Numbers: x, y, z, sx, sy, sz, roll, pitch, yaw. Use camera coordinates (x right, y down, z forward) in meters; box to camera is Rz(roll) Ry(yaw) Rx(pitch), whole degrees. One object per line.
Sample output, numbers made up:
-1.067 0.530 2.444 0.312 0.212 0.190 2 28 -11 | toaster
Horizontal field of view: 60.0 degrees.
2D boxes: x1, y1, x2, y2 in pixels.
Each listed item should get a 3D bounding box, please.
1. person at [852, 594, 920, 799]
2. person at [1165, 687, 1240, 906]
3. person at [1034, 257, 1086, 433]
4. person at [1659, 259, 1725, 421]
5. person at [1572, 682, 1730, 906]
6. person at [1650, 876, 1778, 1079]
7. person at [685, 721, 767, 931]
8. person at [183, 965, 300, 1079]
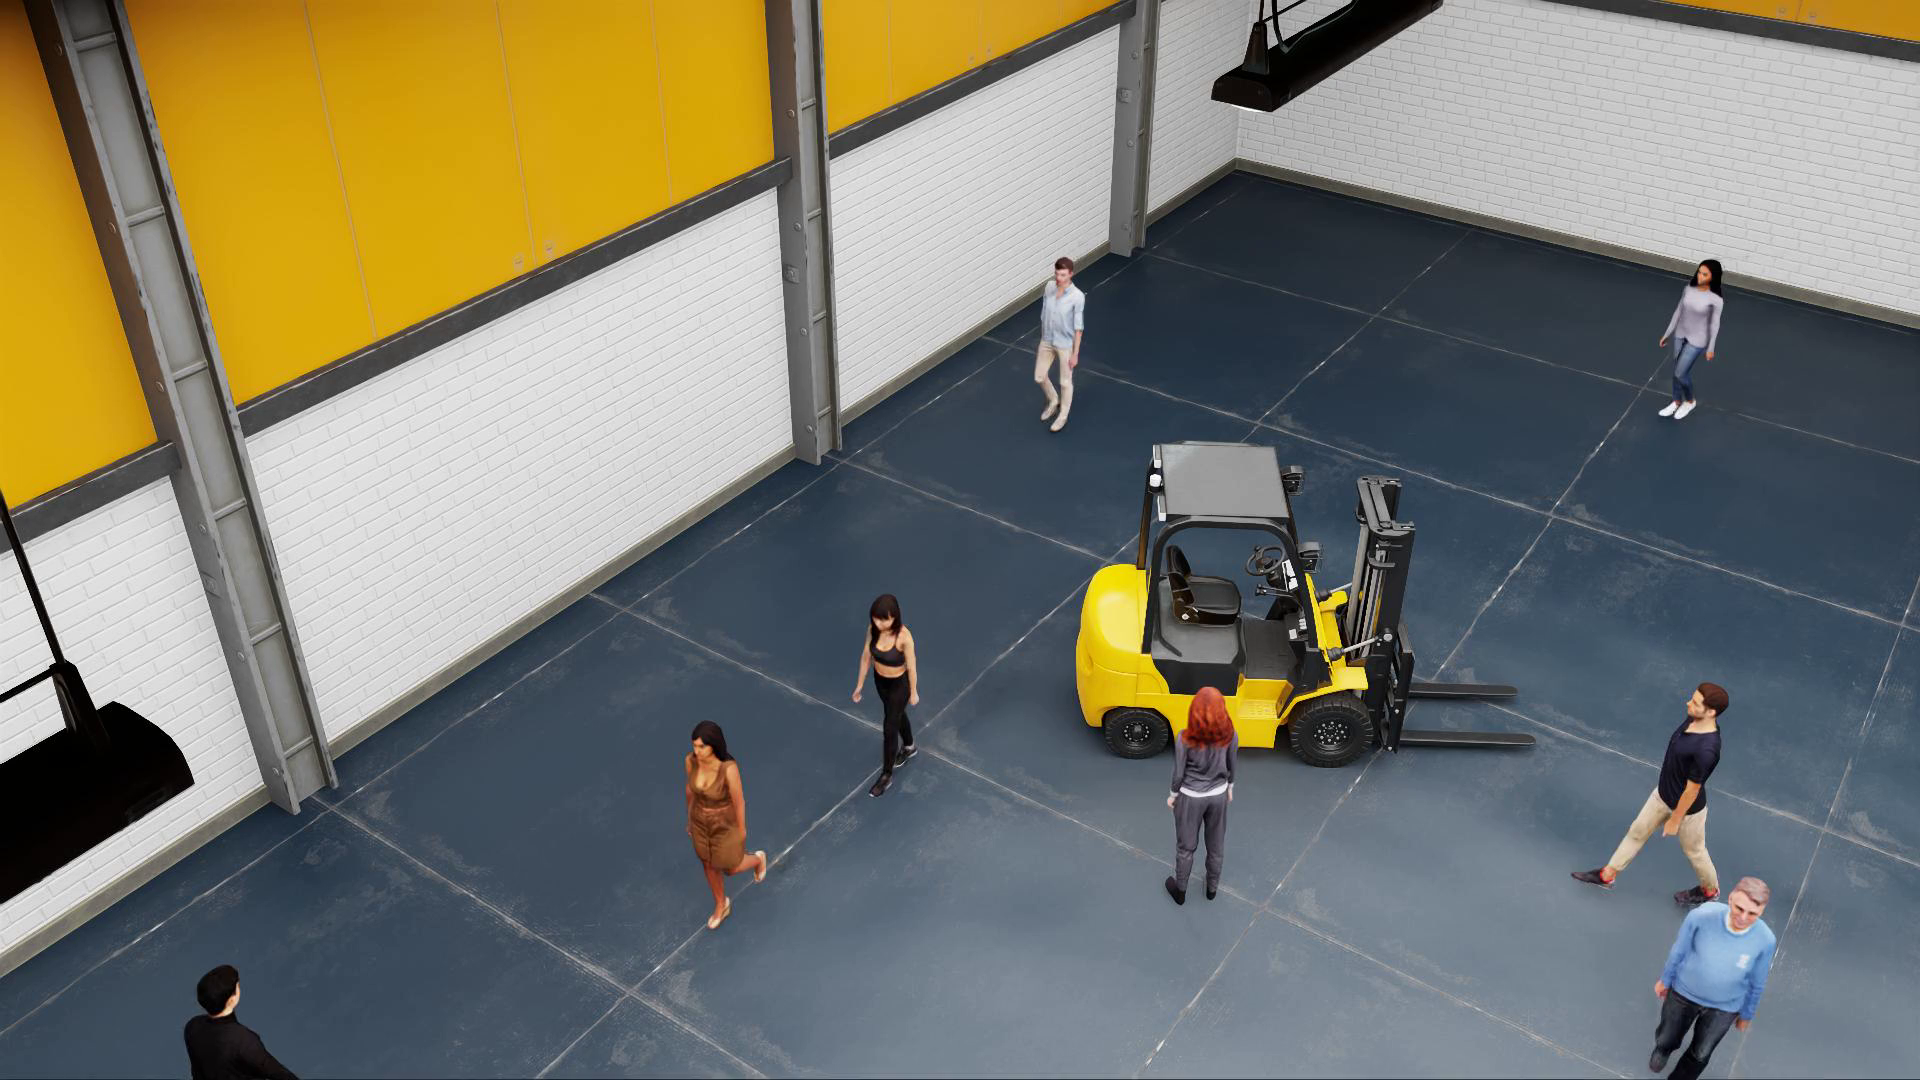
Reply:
-0.432 1.009 12.076 0.574 1.619 0.867 24 40 31 | person
1.587 1.685 10.911 0.649 1.782 0.696 -3 34 -5 | person
1.039 -1.961 16.344 0.663 1.840 0.612 22 40 30 | person
7.341 -1.997 16.504 0.778 1.723 0.743 -11 35 -16 | person
4.793 1.716 10.841 1.097 1.808 1.226 4 34 6 | person
4.313 2.549 9.588 0.744 1.808 0.792 15 37 22 | person
-1.532 1.806 10.828 0.618 1.673 0.818 16 37 23 | person
-3.909 3.064 8.914 0.707 1.696 0.887 17 37 24 | person
